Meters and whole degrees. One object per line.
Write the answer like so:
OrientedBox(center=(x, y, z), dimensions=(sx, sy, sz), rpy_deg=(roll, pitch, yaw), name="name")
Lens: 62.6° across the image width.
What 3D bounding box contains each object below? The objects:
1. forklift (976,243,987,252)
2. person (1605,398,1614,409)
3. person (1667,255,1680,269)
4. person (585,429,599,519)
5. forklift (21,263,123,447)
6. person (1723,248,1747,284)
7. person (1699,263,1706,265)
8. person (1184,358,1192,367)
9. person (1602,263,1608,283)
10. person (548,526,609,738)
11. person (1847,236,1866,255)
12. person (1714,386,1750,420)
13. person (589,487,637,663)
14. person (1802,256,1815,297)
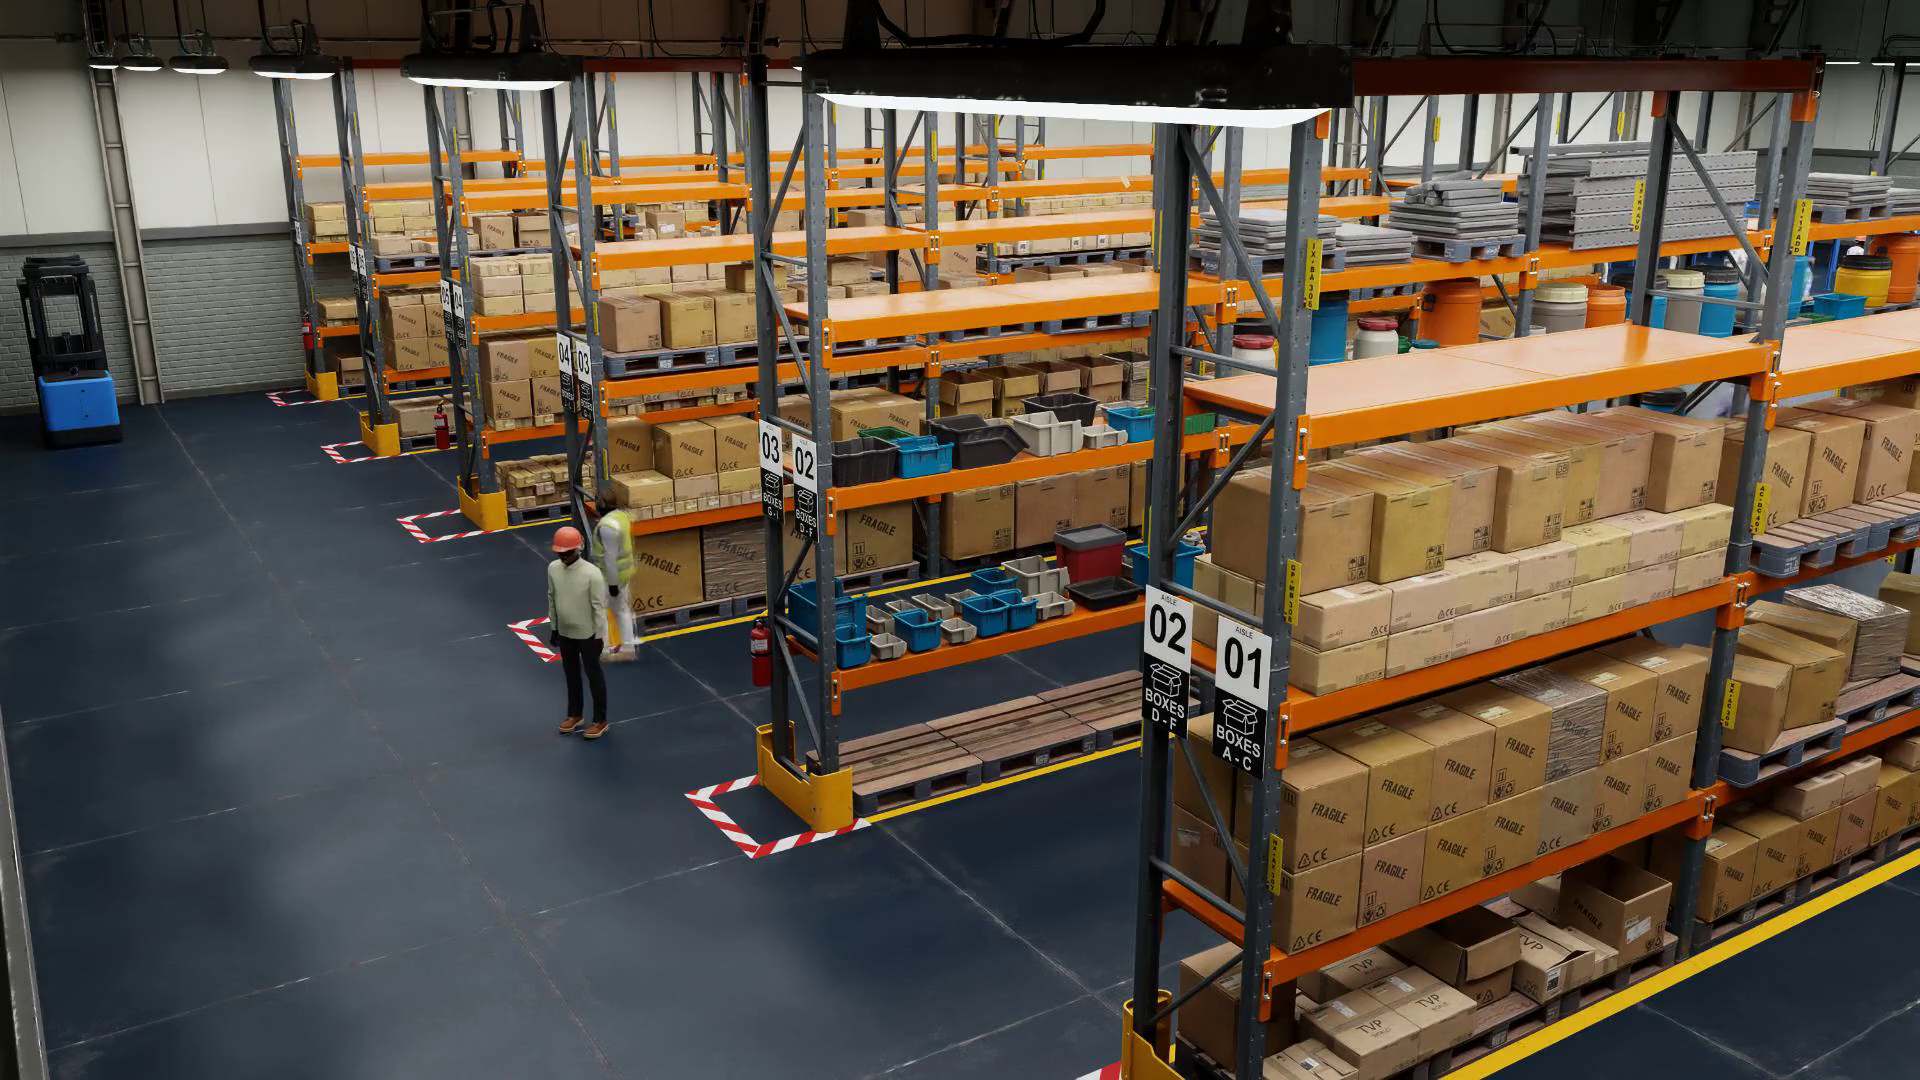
OrientedBox(center=(0.988, -5.474, 34.718), dimensions=(1.214, 2.155, 2.313), rpy_deg=(-10, 20, -31), name="forklift")
OrientedBox(center=(11.258, -2.921, 26.633), dimensions=(0.619, 1.998, 1.016), rpy_deg=(-1, 17, -5), name="person")
OrientedBox(center=(19.240, -7.672, 42.190), dimensions=(0.622, 1.992, 0.395), rpy_deg=(13, 21, 37), name="person")
OrientedBox(center=(-4.081, -0.443, 18.672), dimensions=(0.573, 1.883, 0.636), rpy_deg=(13, 21, 37), name="person")
OrientedBox(center=(-14.518, -3.079, 25.708), dimensions=(1.129, 2.768, 1.873), rpy_deg=(-10, 20, -31), name="forklift")
OrientedBox(center=(19.169, -6.669, 39.038), dimensions=(0.729, 1.920, 0.566), rpy_deg=(-16, 23, -41), name="person")
OrientedBox(center=(15.634, -4.945, 33.474), dimensions=(0.548, 1.859, 0.385), rpy_deg=(5, 18, 15), name="person")
OrientedBox(center=(3.428, -1.975, 24.120), dimensions=(0.287, 1.633, 0.497), rpy_deg=(-12, 21, -35), name="person")
OrientedBox(center=(17.799, -8.049, 43.670), dimensions=(0.519, 1.857, 0.318), rpy_deg=(-8, 19, -25), name="person")
OrientedBox(center=(-3.488, 0.824, 14.350), dimensions=(0.615, 1.987, 0.407), rpy_deg=(8, 19, 26), name="person")
OrientedBox(center=(21.821, -6.499, 38.445), dimensions=(0.375, 1.934, 0.556), rpy_deg=(-3, 17, -10), name="person")
OrientedBox(center=(10.893, -1.472, 22.050), dimensions=(1.015, 1.895, 0.647), rpy_deg=(-11, 20, -31), name="person")
OrientedBox(center=(-3.635, 0.367, 16.154), dimensions=(0.656, 1.810, 0.656), rpy_deg=(1, 17, 4), name="person")
OrientedBox(center=(19.530, -5.797, 36.710), dimensions=(0.791, 1.607, 0.520), rpy_deg=(4, 17, 13), name="person")
